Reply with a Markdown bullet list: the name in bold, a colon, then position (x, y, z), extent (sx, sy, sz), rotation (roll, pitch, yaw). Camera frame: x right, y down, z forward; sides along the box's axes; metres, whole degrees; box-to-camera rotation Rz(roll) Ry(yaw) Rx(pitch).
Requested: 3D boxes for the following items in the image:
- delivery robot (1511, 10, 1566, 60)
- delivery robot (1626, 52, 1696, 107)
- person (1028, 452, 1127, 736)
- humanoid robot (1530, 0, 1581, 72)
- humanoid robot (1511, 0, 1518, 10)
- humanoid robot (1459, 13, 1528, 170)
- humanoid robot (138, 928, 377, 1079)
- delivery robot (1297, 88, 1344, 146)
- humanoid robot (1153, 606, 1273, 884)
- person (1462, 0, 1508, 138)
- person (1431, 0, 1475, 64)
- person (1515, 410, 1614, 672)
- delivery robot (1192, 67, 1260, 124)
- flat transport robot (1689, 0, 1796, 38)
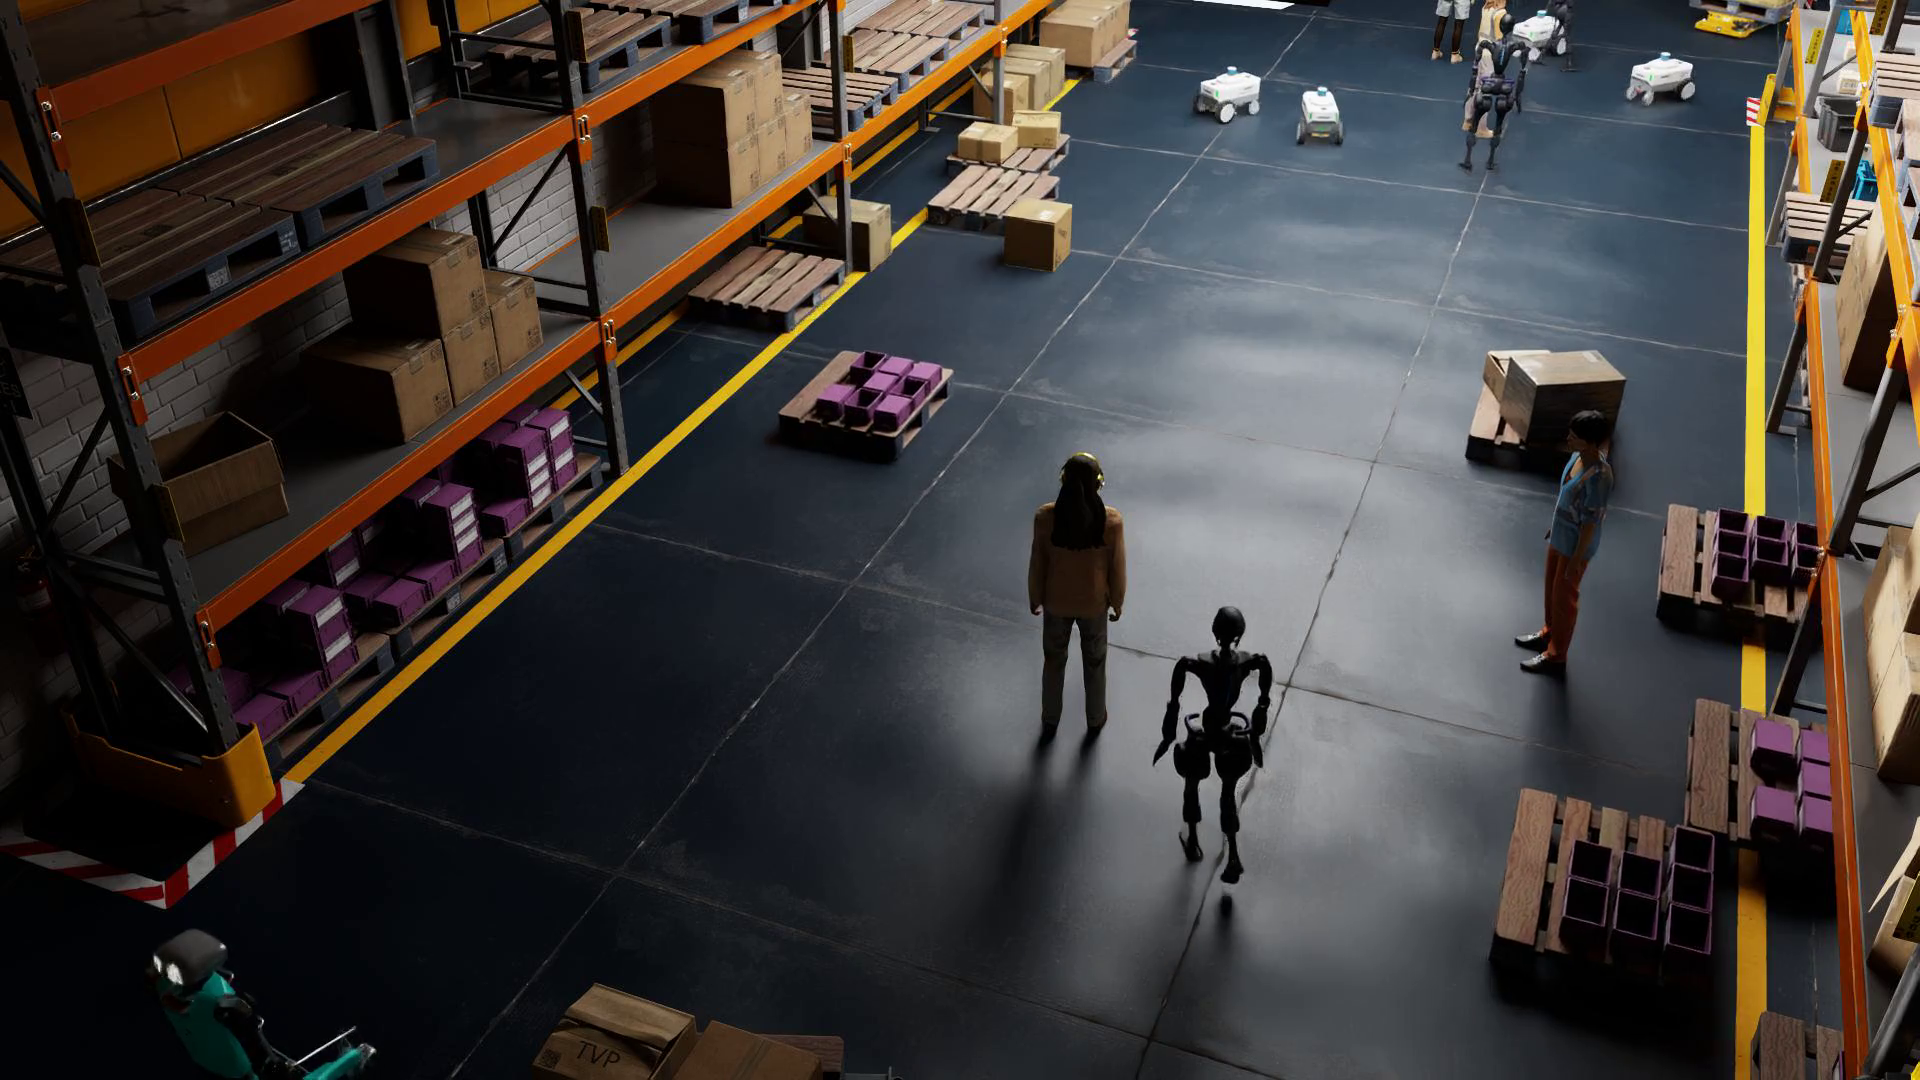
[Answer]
- **delivery robot**: position (7.459, -6.493, 21.395), extent (0.785, 0.614, 0.520), rotation (-21, 39, -29)
- **delivery robot**: position (8.390, -5.511, 19.874), extent (0.802, 0.614, 0.499), rotation (-15, 36, -22)
- **person**: position (0.669, 0.342, 9.584), extent (0.566, 1.875, 0.391), rotation (3, 33, 4)
- **humanoid robot**: position (7.546, -6.675, 20.653), extent (0.610, 1.646, 0.612), rotation (7, 33, 10)
- **humanoid robot**: position (7.629, -8.135, 22.933), extent (0.762, 1.880, 0.544), rotation (-27, 42, -35)
- **humanoid robot**: position (5.671, -4.741, 17.628), extent (0.609, 1.649, 0.320), rotation (5, 33, 8)
- **humanoid robot**: position (-2.800, 2.146, 6.973), extent (0.544, 1.775, 1.048), rotation (14, 36, 21)
- **delivery robot**: position (4.051, -4.785, 18.728), extent (0.499, 0.589, 0.785), rotation (2, 33, 3)
- **humanoid robot**: position (1.321, 1.094, 8.616), extent (0.586, 1.643, 0.591), rotation (-4, 33, -6)
- **person**: position (5.923, -5.401, 18.564), extent (0.319, 1.772, 0.463), rotation (-6, 33, -10)
- **person**: position (6.234, -6.850, 20.879), extent (0.532, 1.693, 0.320), rotation (26, 41, 34)
- **person**: position (3.743, 0.005, 10.214), extent (0.322, 1.758, 0.504), rotation (1, 33, 2)
- **delivery robot**: position (3.136, -5.203, 19.370), extent (0.783, 0.584, 0.499), rotation (-20, 38, -27)
- **flat transport robot**: position (10.646, -7.106, 22.588), extent (1.431, 0.231, 0.659), rotation (-27, 41, -35)
